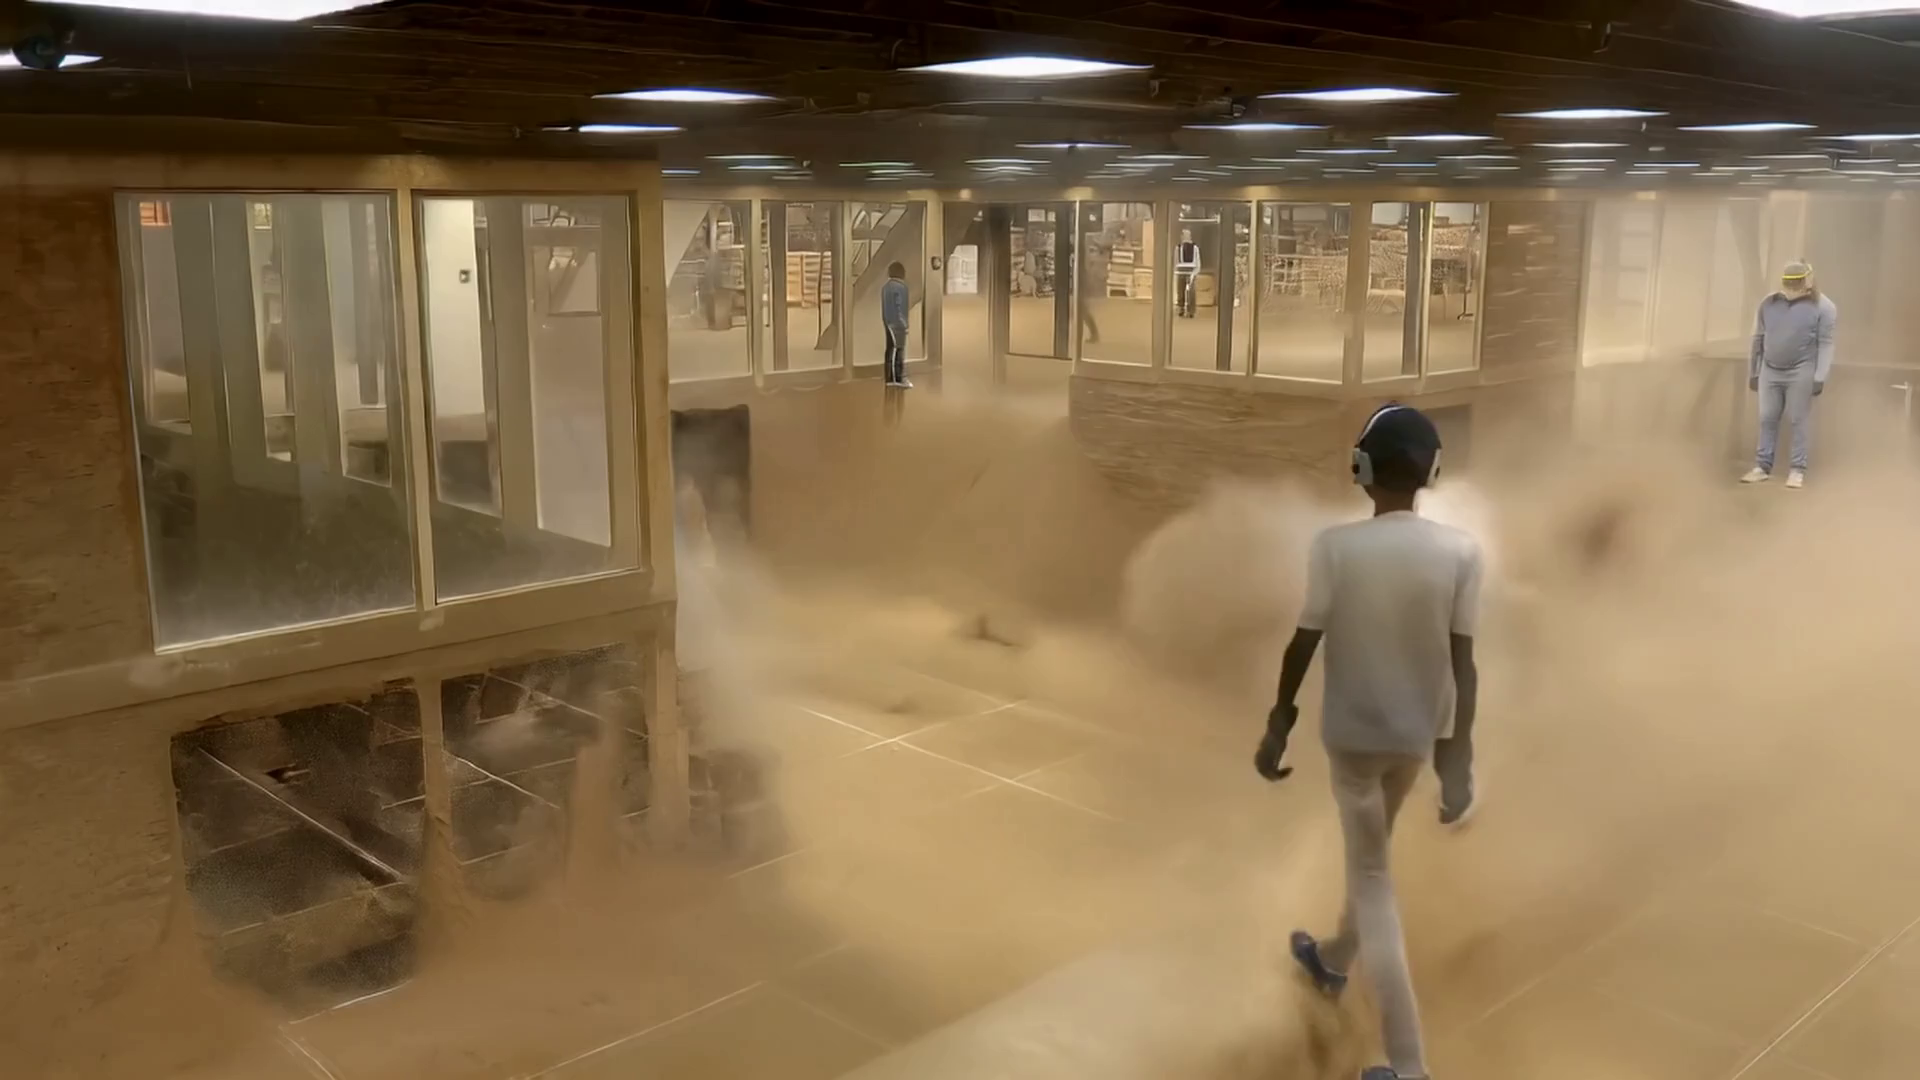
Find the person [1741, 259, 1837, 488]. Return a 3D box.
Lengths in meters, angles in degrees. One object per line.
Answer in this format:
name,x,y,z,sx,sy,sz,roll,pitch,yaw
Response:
person,6.945,-1.397,13.971,0.402,1.904,0.651,-9,14,-38

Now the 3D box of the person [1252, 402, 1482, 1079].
person,1.111,0.540,4.504,0.513,1.825,0.981,-3,12,-16

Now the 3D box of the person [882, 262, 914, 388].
person,-0.825,-2.801,21.685,0.282,1.633,0.501,-9,15,-39
